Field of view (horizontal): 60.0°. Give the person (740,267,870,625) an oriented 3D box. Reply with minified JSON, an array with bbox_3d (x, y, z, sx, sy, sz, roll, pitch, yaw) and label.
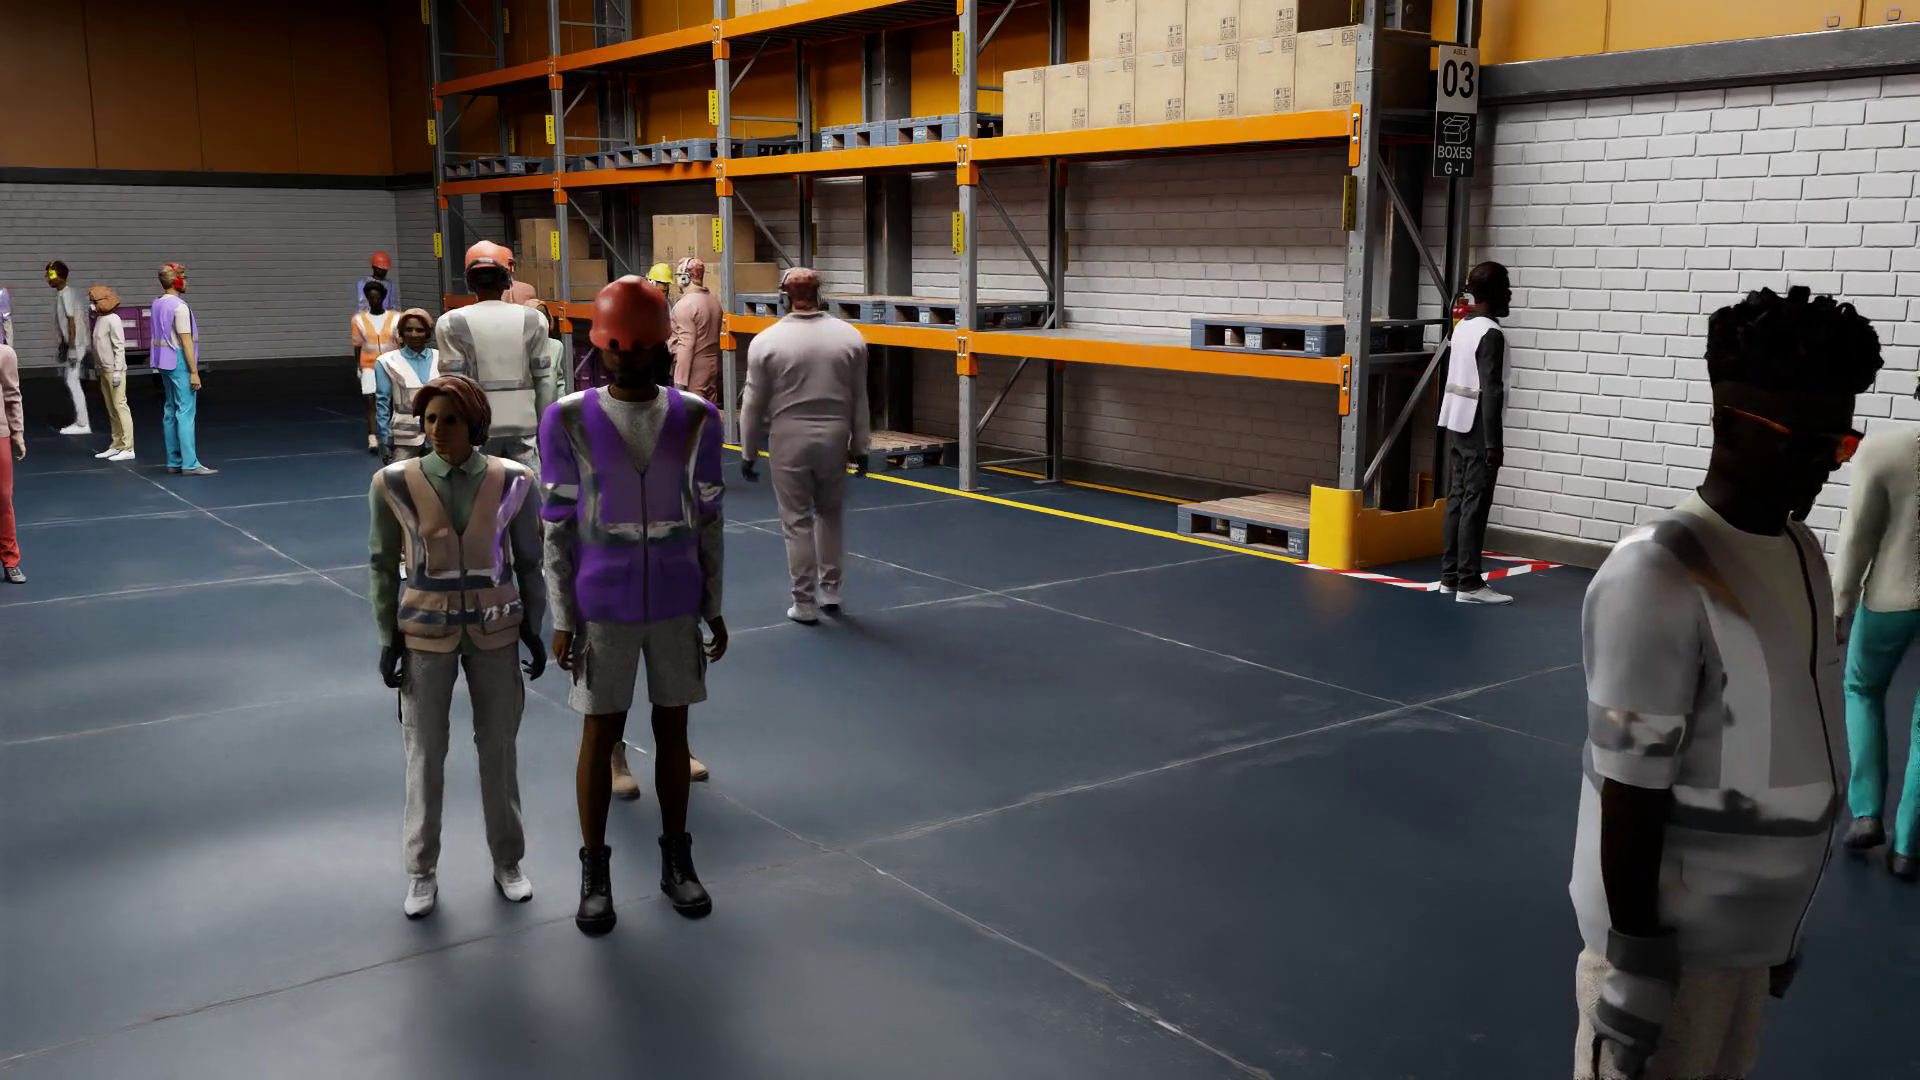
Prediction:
[{"bbox_3d":[-0.856,-0.502,8.897,0.681,1.892,0.558,-4,11,-23],"label":"person"}]

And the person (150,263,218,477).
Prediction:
[{"bbox_3d":[-6.808,-1.472,14.468,0.565,1.850,0.390,8,13,39],"label":"person"}]

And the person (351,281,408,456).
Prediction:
[{"bbox_3d":[-5.541,-1.642,15.942,0.544,1.644,0.861,-3,11,-16],"label":"person"}]

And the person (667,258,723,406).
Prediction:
[{"bbox_3d":[-2.168,-1.326,13.493,0.407,1.906,0.655,3,11,16],"label":"person"}]

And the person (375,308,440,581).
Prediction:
[{"bbox_3d":[-3.270,-0.582,10.079,0.517,1.636,0.314,-8,13,-36],"label":"person"}]

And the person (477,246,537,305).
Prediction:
[{"bbox_3d":[-4.385,-1.843,16.146,0.609,1.993,0.384,-7,13,-36],"label":"person"}]

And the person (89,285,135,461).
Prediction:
[{"bbox_3d":[-7.963,-1.562,15.582,0.498,1.632,0.285,10,14,44],"label":"person"}]

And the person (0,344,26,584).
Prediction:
[{"bbox_3d":[-5.795,-0.593,9.782,0.533,1.768,0.310,-7,12,-34],"label":"person"}]

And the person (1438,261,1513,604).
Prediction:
[{"bbox_3d":[2.923,-0.604,9.408,0.390,1.922,0.591,0,10,-2],"label":"person"}]

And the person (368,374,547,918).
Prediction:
[{"bbox_3d":[-1.513,0.315,5.060,0.515,1.636,0.315,-4,11,-21],"label":"person"}]

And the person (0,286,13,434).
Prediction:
[{"bbox_3d":[-10.334,-2.066,17.579,0.594,1.925,0.369,-5,11,-25],"label":"person"}]

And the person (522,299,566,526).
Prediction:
[{"bbox_3d":[-2.971,-0.874,11.715,0.280,1.636,0.502,8,13,38],"label":"person"}]

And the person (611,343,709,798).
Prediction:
[{"bbox_3d":[-1.145,0.091,6.145,0.540,1.695,0.317,-9,13,-41],"label":"person"}]

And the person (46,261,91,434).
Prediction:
[{"bbox_3d":[-9.507,-2.053,17.788,0.365,1.841,0.553,-6,12,-30],"label":"person"}]

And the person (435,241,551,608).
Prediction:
[{"bbox_3d":[-2.543,-0.608,9.116,0.608,2.033,0.404,-5,11,-27],"label":"person"}]

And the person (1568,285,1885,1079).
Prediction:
[{"bbox_3d":[1.181,0.586,2.633,0.608,1.958,0.385,-10,14,-44],"label":"person"}]

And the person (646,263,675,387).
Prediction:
[{"bbox_3d":[-2.977,-1.825,16.518,0.403,1.824,0.589,5,11,25],"label":"person"}]

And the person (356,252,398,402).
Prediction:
[{"bbox_3d":[-7.416,-2.703,21.187,0.514,1.910,0.616,7,12,36],"label":"person"}]

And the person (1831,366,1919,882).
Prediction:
[{"bbox_3d":[3.076,0.211,5.310,0.559,1.744,0.443,4,11,20],"label":"person"}]

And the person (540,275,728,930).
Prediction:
[{"bbox_3d":[-0.945,0.191,4.933,0.547,1.930,0.384,-4,11,-21],"label":"person"}]

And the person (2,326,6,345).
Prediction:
[{"bbox_3d":[-11.852,-2.488,20.085,0.608,1.871,0.983,-4,11,-20],"label":"person"}]
